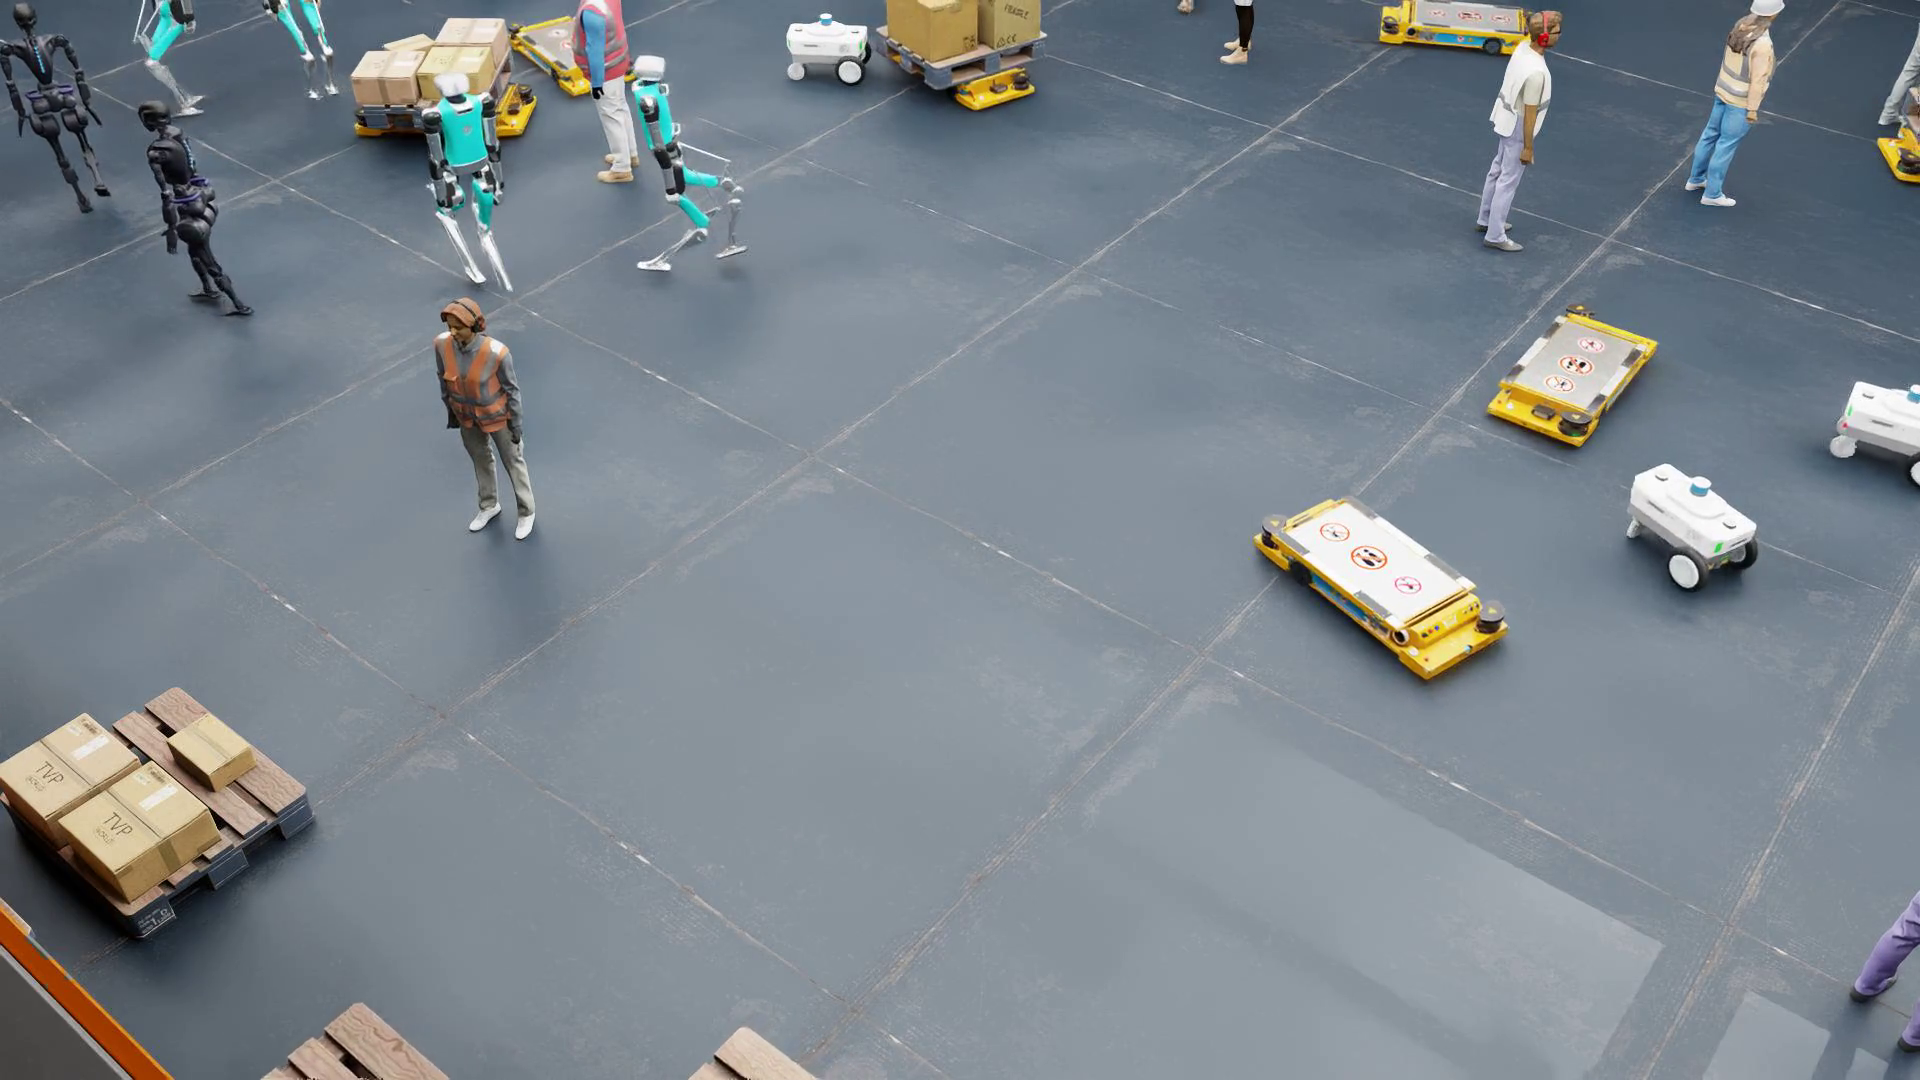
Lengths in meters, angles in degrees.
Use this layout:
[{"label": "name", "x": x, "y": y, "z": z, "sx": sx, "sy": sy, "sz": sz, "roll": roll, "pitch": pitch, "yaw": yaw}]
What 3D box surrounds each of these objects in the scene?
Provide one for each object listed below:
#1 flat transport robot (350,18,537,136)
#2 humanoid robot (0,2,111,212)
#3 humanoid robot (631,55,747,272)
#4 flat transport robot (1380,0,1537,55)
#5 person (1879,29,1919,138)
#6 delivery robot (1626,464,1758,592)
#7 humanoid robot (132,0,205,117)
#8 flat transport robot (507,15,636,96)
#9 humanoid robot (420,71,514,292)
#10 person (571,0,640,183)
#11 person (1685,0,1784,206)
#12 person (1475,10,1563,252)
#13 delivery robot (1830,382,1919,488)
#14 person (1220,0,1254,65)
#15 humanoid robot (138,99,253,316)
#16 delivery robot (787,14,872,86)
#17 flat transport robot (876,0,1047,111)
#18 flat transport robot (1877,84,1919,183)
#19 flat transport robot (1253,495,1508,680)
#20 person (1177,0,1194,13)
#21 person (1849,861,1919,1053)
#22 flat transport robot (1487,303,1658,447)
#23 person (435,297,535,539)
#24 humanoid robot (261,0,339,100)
[{"label": "flat transport robot", "x": -4.474, "y": -3.749, "z": 14.488, "sx": 1.431, "sy": 0.231, "sz": 0.659, "roll": 0, "pitch": 40, "yaw": 0}, {"label": "humanoid robot", "x": -7.037, "y": -3.337, "z": 12.915, "sx": 0.589, "sy": 1.650, "sz": 0.379, "roll": -23, "pitch": 45, "yaw": -24}, {"label": "humanoid robot", "x": -1.925, "y": -2.702, "z": 12.151, "sx": 1.039, "sy": 1.754, "sz": 0.545, "roll": -6, "pitch": 41, "yaw": -7}, {"label": "flat transport robot", "x": 4.744, "y": -4.885, "z": 15.825, "sx": 1.431, "sy": 0.231, "sz": 0.659, "roll": 9, "pitch": 41, "yaw": 10}, {"label": "person", "x": 8.216, "y": -4.208, "z": 13.899, "sx": 0.321, "sy": 1.731, "sz": 0.492, "roll": -8, "pitch": 41, "yaw": -9}, {"label": "delivery robot", "x": 4.400, "y": -0.090, "z": 9.978, "sx": 0.523, "sy": 0.614, "sz": 0.785, "roll": -20, "pitch": 44, "yaw": -22}, {"label": "humanoid robot", "x": -6.882, "y": -4.523, "z": 14.245, "sx": 0.551, "sy": 1.731, "sz": 0.794, "roll": 28, "pitch": 48, "yaw": 29}, {"label": "flat transport robot", "x": -3.601, "y": -4.509, "z": 15.383, "sx": 0.659, "sy": 0.231, "sz": 1.431, "roll": -25, "pitch": 46, "yaw": -27}, {"label": "humanoid robot", "x": -3.602, "y": -2.570, "z": 11.993, "sx": 0.540, "sy": 1.796, "sz": 0.825, "roll": -28, "pitch": 48, "yaw": -29}, {"label": "person", "x": -2.860, "y": -3.771, "z": 13.313, "sx": 0.431, "sy": 1.835, "sz": 0.628, "roll": 1, "pitch": 40, "yaw": 1}, {"label": "person", "x": 6.068, "y": -3.464, "z": 13.023, "sx": 0.362, "sy": 1.732, "sz": 0.495, "roll": -6, "pitch": 41, "yaw": -7}, {"label": "person", "x": 4.175, "y": -3.066, "z": 12.465, "sx": 0.390, "sy": 1.849, "sz": 0.564, "roll": 1, "pitch": 40, "yaw": 1}, {"label": "delivery robot", "x": 6.092, "y": -0.711, "z": 10.704, "sx": 0.797, "sy": 0.608, "sz": 0.499, "roll": 22, "pitch": 45, "yaw": 24}, {"label": "person", "x": 2.579, "y": -5.174, "z": 15.068, "sx": 0.322, "sy": 1.691, "sz": 0.532, "roll": 10, "pitch": 41, "yaw": 11}, {"label": "humanoid robot", "x": -5.476, "y": -2.320, "z": 11.729, "sx": 0.554, "sy": 1.642, "sz": 0.587, "roll": 0, "pitch": 40, "yaw": 0}, {"label": "delivery robot", "x": -1.183, "y": -4.479, "z": 15.124, "sx": 0.774, "sy": 0.592, "sz": 0.499, "roll": 3, "pitch": 40, "yaw": 4}, {"label": "flat transport robot", "x": -0.001, "y": -4.327, "z": 15.168, "sx": 0.659, "sy": 0.231, "sz": 1.431, "roll": -24, "pitch": 46, "yaw": -26}, {"label": "flat transport robot", "x": 8.462, "y": -3.159, "z": 13.794, "sx": 1.431, "sy": 0.231, "sz": 0.659, "roll": 6, "pitch": 41, "yaw": 6}, {"label": "flat transport robot", "x": 2.462, "y": 0.228, "z": 9.810, "sx": 0.659, "sy": 0.231, "sz": 1.431, "roll": -24, "pitch": 46, "yaw": -26}, {"label": "person", "x": 2.282, "y": -6.132, "z": 16.090, "sx": 0.598, "sy": 1.828, "sz": 1.001, "roll": 15, "pitch": 43, "yaw": 17}, {"label": "person", "x": 4.324, "y": 1.506, "z": 7.102, "sx": 0.388, "sy": 1.836, "sz": 0.559, "roll": -15, "pitch": 42, "yaw": -16}, {"label": "flat transport robot", "x": 4.232, "y": -1.154, "z": 11.436, "sx": 0.659, "sy": 0.231, "sz": 1.431, "roll": 26, "pitch": 47, "yaw": 27}, {"label": "person", "x": -2.814, "y": -0.722, "z": 9.866, "sx": 0.512, "sy": 1.641, "sz": 0.307, "roll": 11, "pitch": 42, "yaw": 13}, {"label": "humanoid robot", "x": -5.737, "y": -4.651, "z": 14.412, "sx": 0.538, "sy": 1.788, "sz": 0.668, "roll": -27, "pitch": 47, "yaw": -28}]
